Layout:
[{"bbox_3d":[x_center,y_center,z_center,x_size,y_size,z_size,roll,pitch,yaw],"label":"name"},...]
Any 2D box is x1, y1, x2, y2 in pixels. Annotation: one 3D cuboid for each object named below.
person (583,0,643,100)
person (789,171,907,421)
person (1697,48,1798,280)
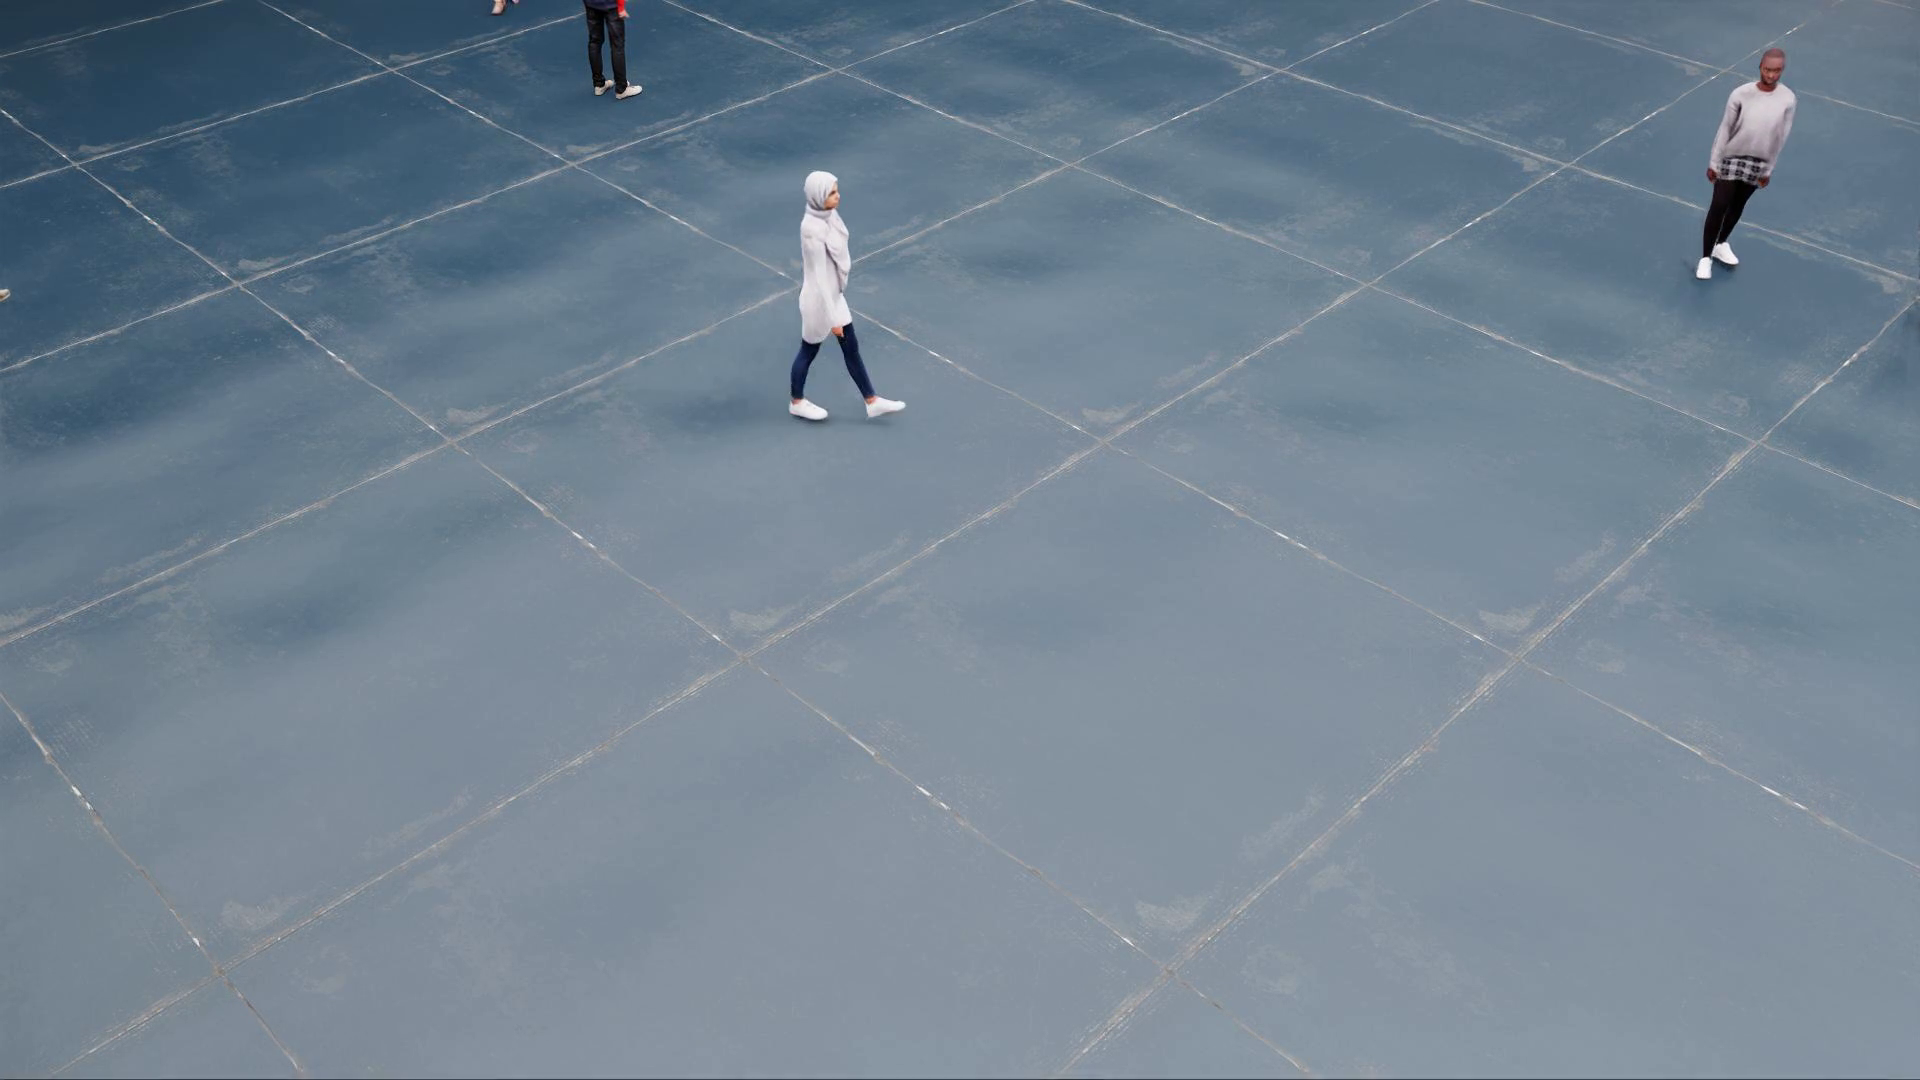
[{"bbox_3d":[-3.218,-4.846,14.889,0.693,1.756,0.641,19,41,23],"label":"person"},{"bbox_3d":[-0.950,-1.503,10.502,1.005,1.744,1.058,9,38,12],"label":"person"},{"bbox_3d":[5.749,-2.806,12.216,0.865,1.743,0.964,5,37,6],"label":"person"}]
